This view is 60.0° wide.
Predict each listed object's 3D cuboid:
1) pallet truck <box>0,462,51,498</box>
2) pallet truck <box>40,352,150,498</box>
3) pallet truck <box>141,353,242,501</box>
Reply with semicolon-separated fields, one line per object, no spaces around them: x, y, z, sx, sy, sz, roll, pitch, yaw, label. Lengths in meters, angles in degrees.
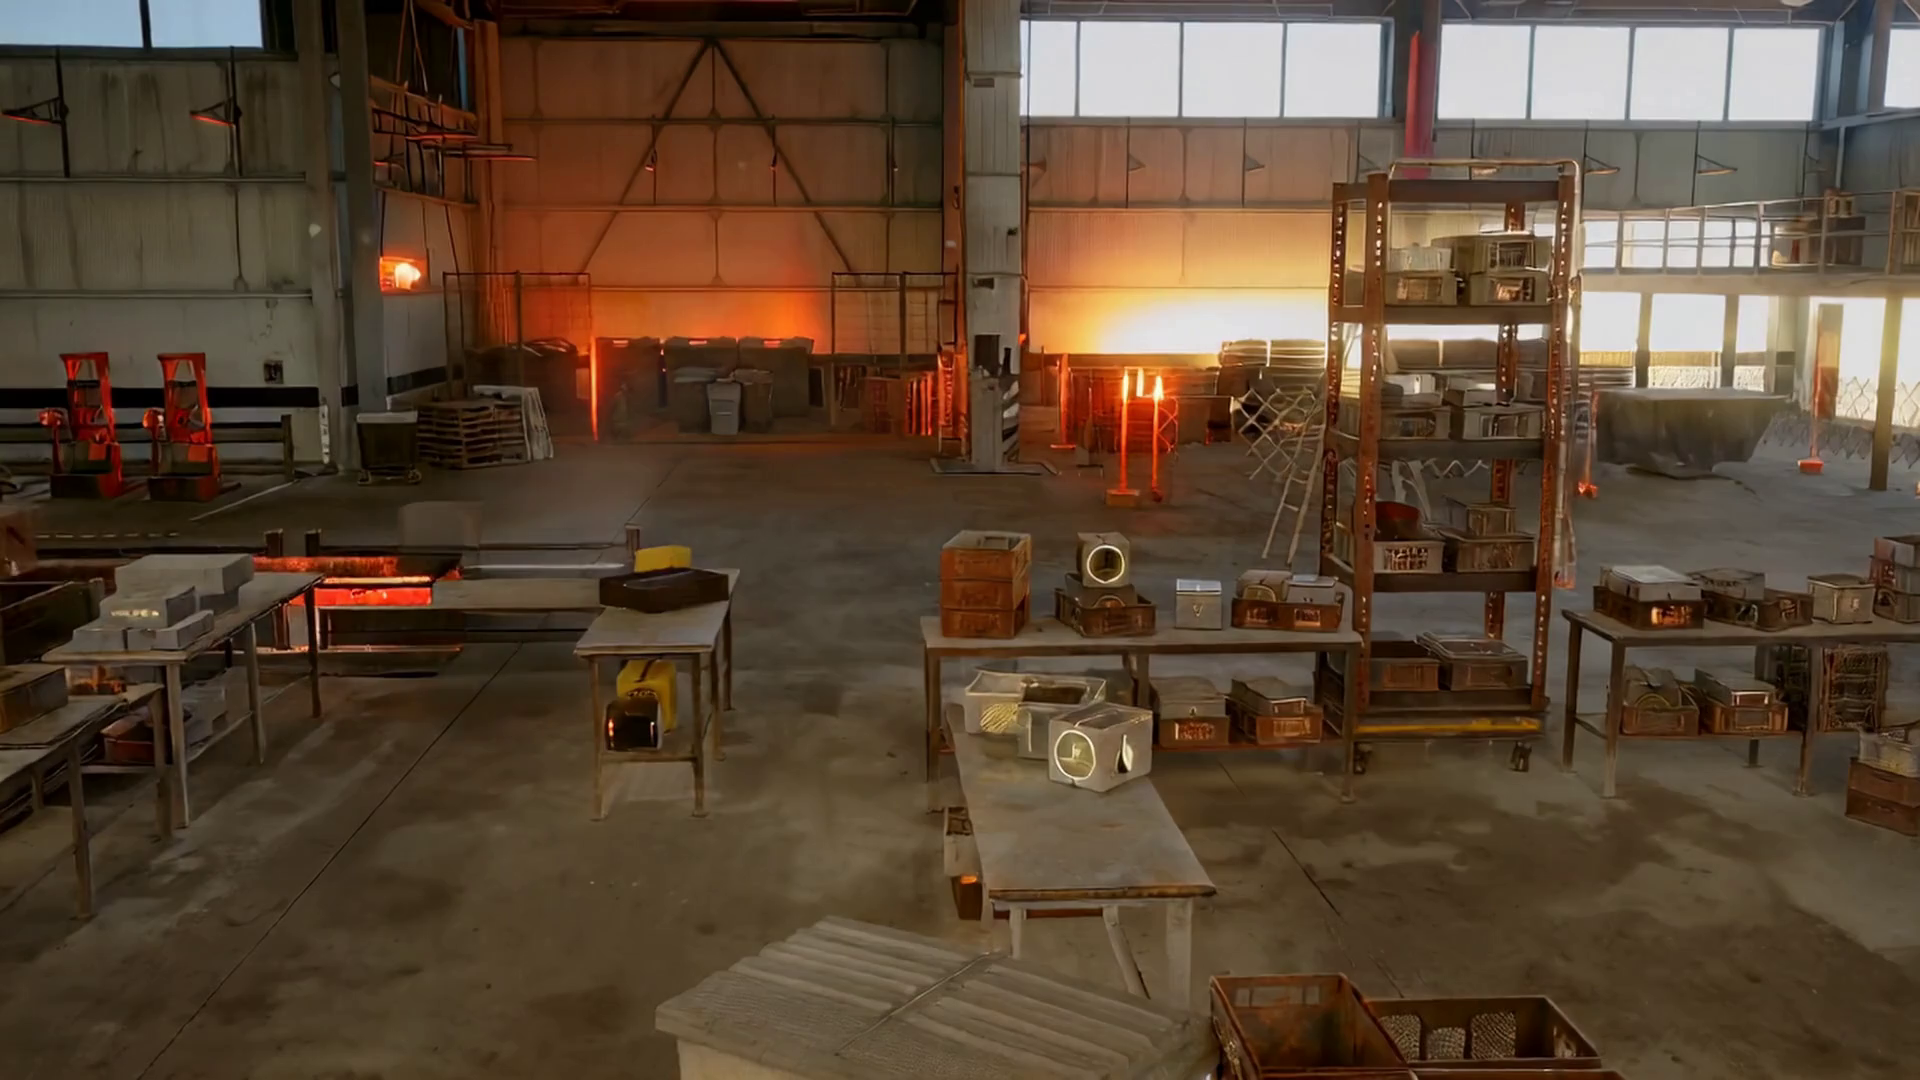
-13.193;-1.293;23.148;0.653;1.274;1.630;-1;9;-4;pallet truck
-11.907;-1.642;23.165;0.823;1.965;1.885;0;9;0;pallet truck
-10.520;-1.604;22.925;0.823;1.965;1.885;-1;9;-6;pallet truck
